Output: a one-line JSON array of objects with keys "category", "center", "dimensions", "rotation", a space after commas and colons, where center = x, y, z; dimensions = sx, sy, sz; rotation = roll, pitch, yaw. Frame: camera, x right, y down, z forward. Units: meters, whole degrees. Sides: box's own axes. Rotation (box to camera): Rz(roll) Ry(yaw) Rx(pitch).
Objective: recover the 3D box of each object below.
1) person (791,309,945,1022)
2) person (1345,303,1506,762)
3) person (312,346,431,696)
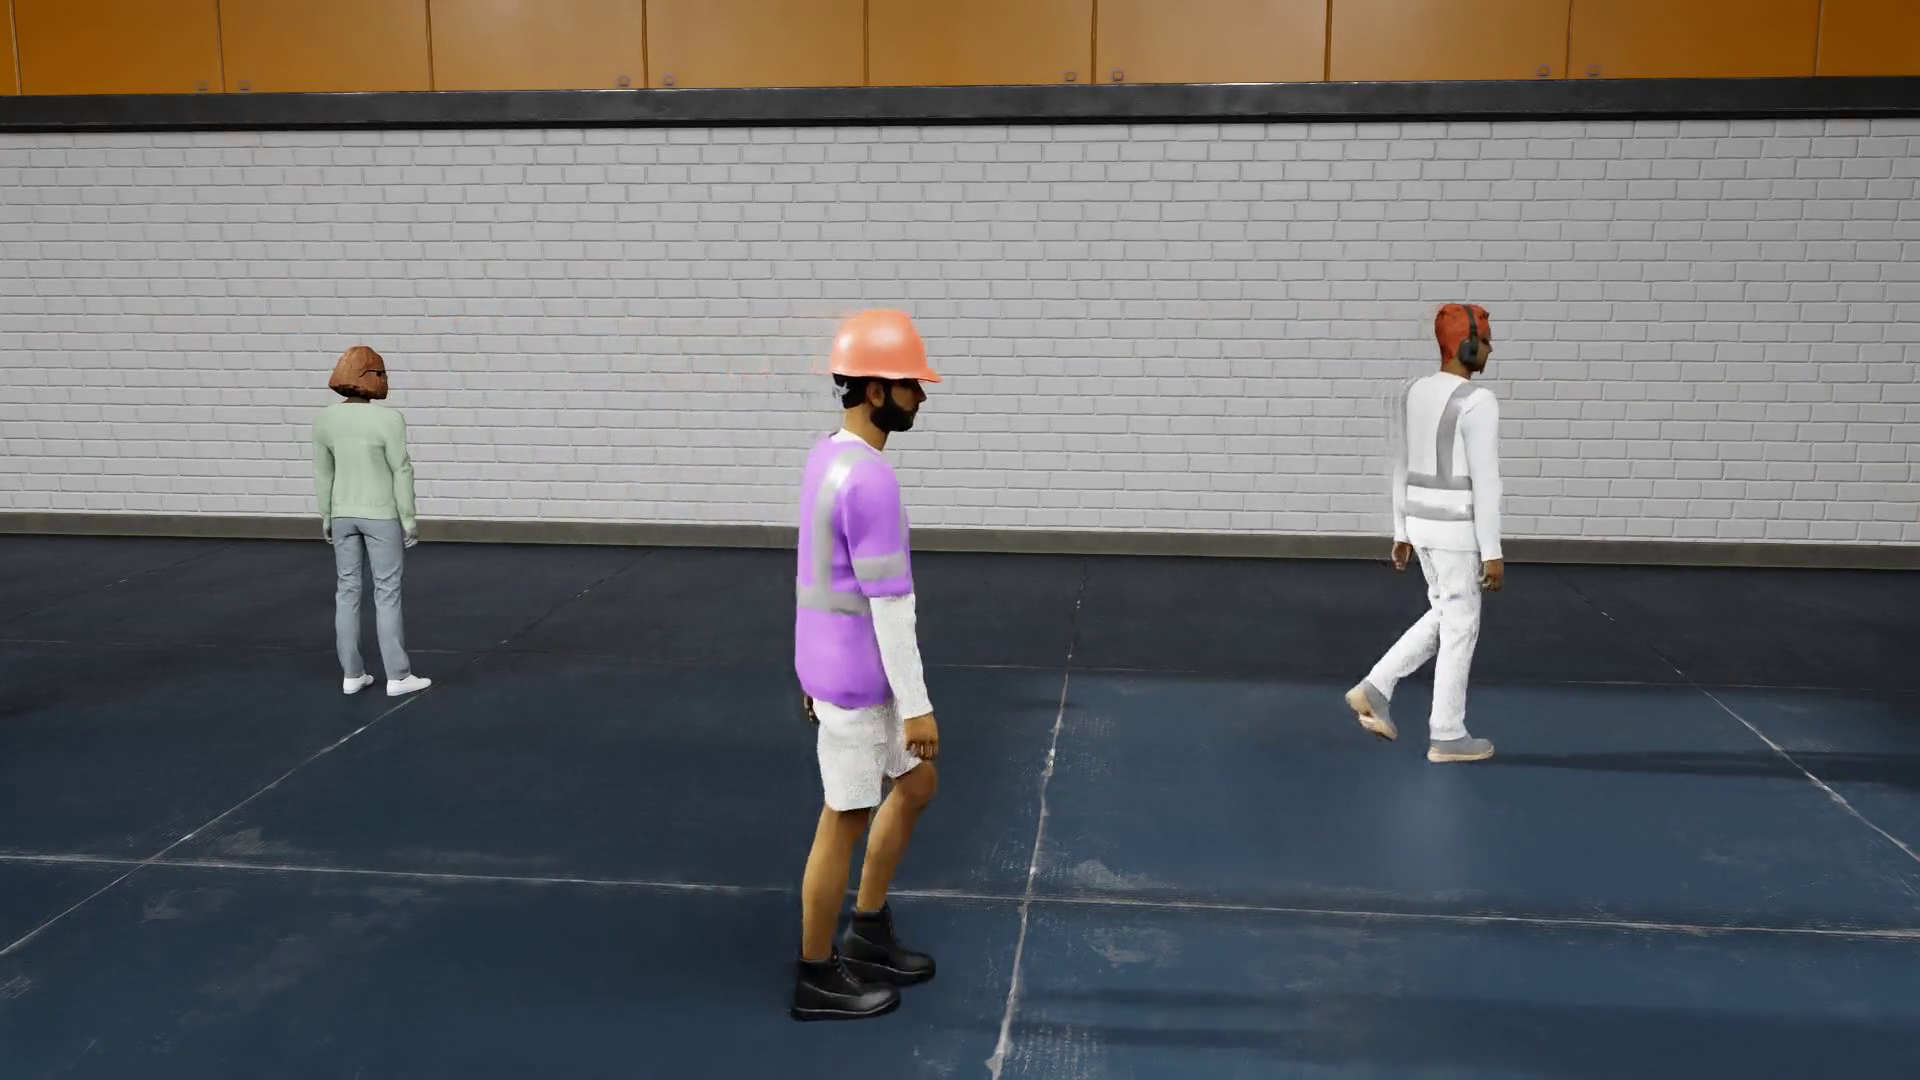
[{"category": "person", "center": [-0.216, 0.354, 4.433], "dimensions": [0.584, 1.916, 0.547], "rotation": [-2, 10, -9]}, {"category": "person", "center": [1.919, -0.010, 6.665], "dimensions": [0.511, 1.868, 0.580], "rotation": [-2, 10, -13]}, {"category": "person", "center": [-2.761, -0.084, 7.761], "dimensions": [0.499, 1.632, 0.285], "rotation": [3, 10, 16]}]
